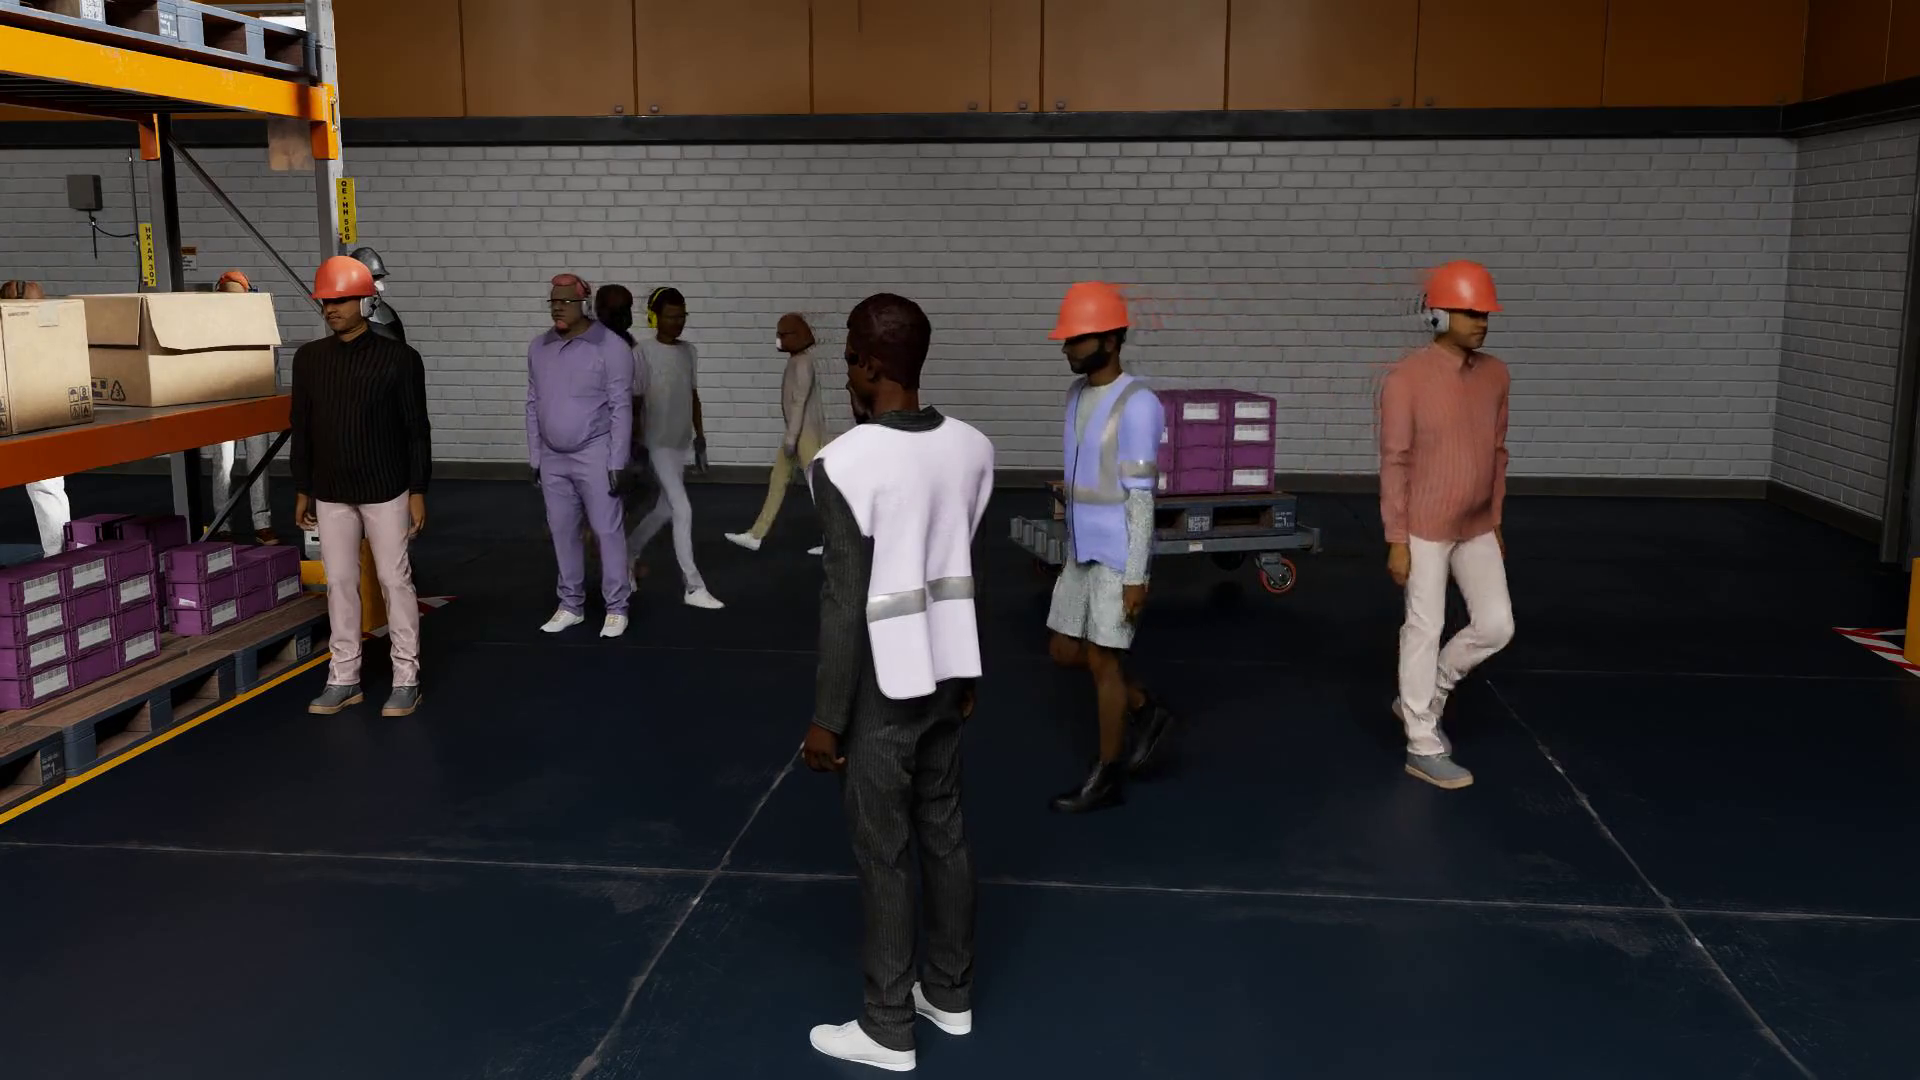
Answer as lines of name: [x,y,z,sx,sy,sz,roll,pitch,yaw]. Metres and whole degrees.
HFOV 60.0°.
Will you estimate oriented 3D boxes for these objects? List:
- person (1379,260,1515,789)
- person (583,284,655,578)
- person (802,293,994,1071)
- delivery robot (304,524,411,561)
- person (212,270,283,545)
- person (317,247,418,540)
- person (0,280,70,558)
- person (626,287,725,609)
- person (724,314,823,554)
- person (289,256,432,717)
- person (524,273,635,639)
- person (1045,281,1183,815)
person: [1.833,-0.049,6.257,0.648,1.980,0.433,-5,11,-28]
person: [-2.126,-0.657,10.211,0.456,1.820,0.630,3,10,16]
person: [-0.143,0.356,4.126,0.379,1.916,0.597,8,13,38]
delivery robot: [-3.610,-0.033,9.984,0.477,0.478,0.707,2,10,11]
person: [-4.884,-0.879,11.301,0.574,1.881,0.358,-8,13,-39]
person: [-3.996,-0.975,11.393,0.535,2.000,0.674,4,11,21]
person: [-5.530,-0.622,9.940,0.429,1.842,0.633,-5,11,-25]
person: [-1.726,-0.542,9.576,0.921,1.825,0.529,7,12,34]
person: [-1.152,-0.680,10.988,0.810,1.591,0.512,-3,10,-17]
person: [-2.603,-0.222,7.211,0.622,1.993,0.382,1,10,7]
person: [-2.002,-0.430,8.684,0.646,1.901,0.398,4,11,21]
person: [0.550,0.035,5.968,0.538,1.917,0.574,-5,11,-27]
